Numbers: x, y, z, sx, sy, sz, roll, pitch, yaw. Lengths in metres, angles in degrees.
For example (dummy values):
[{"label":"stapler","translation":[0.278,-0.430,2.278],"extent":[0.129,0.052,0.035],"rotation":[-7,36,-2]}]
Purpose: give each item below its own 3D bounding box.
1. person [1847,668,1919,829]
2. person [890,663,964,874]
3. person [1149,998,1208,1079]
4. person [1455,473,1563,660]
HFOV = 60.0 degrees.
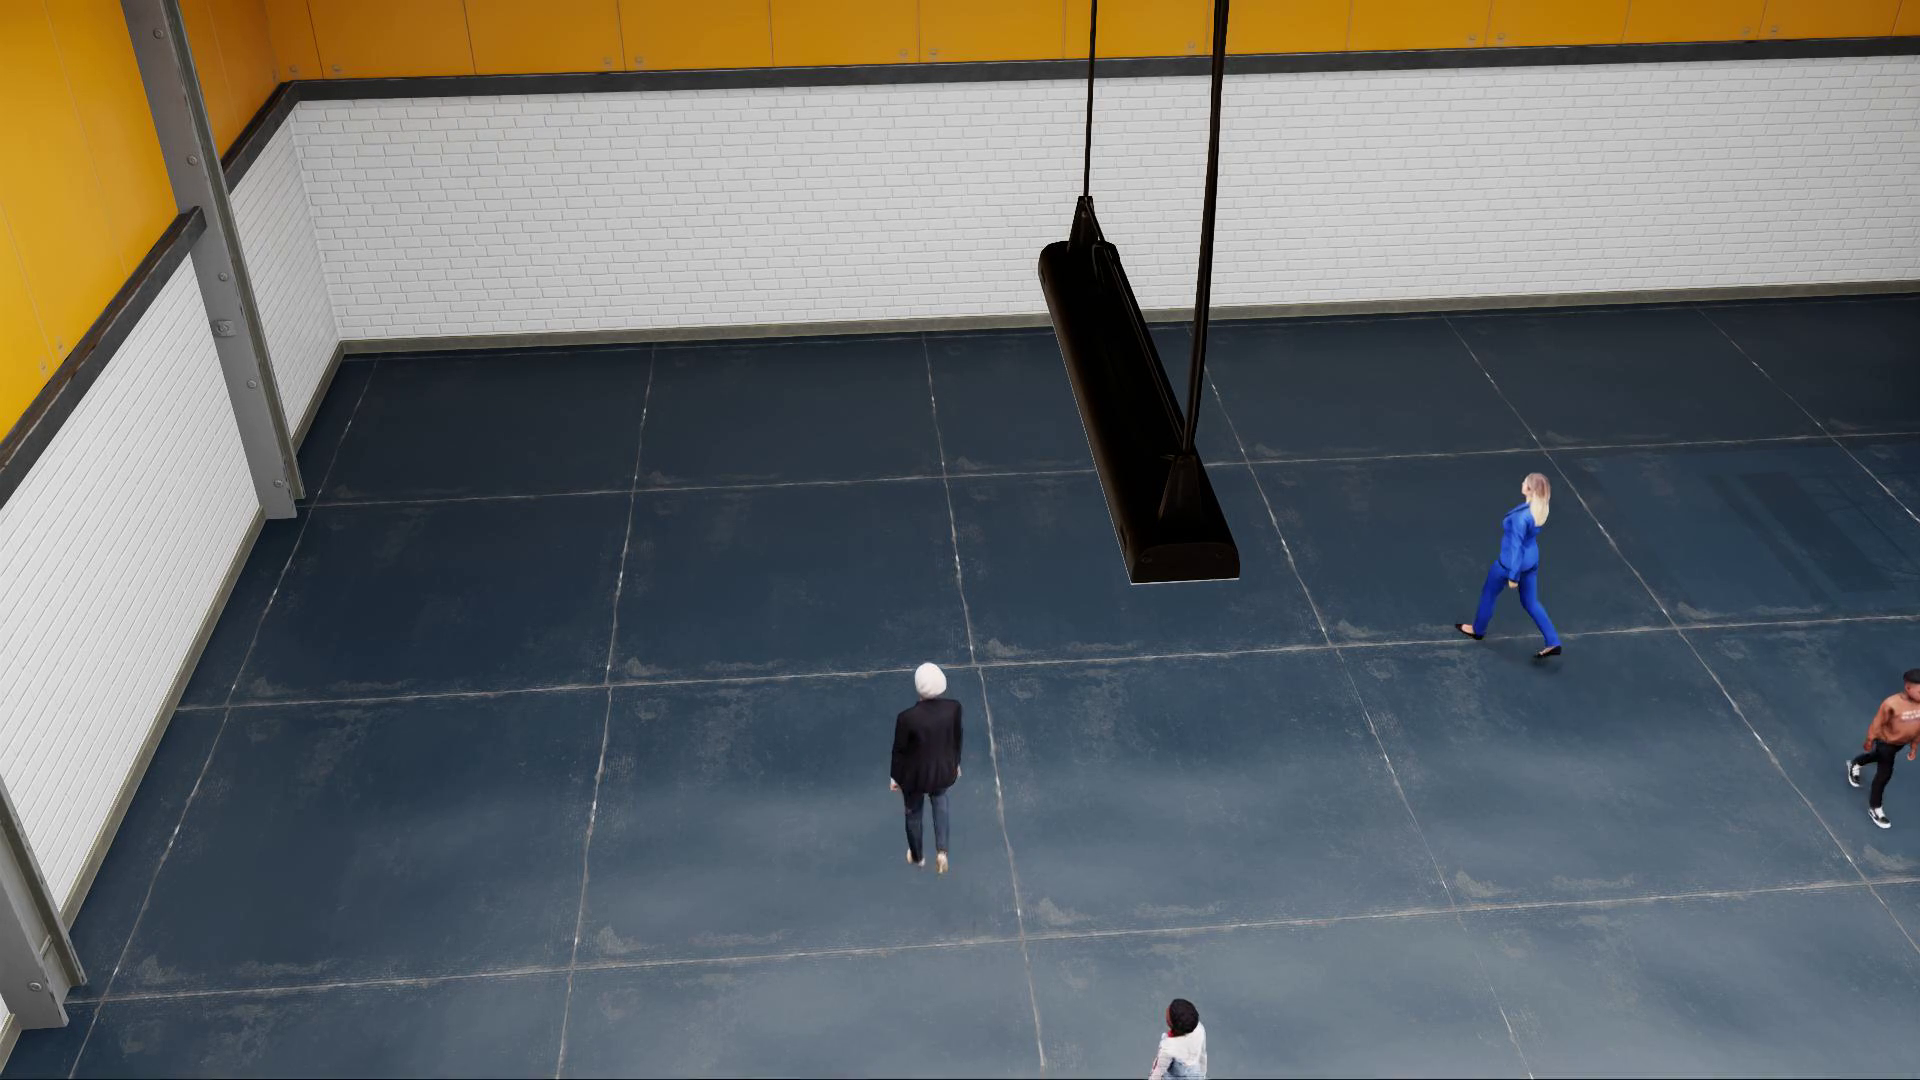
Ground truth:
[{"label":"person","translation":[6.713,1.393,12.039],"extent":[0.531,1.233,0.902],"rotation":[-3,34,-5]},{"label":"person","translation":[-0.236,1.573,10.905],"extent":[0.821,1.772,0.760],"rotation":[-11,35,-15]},{"label":"person","translation":[1.280,3.108,9.451],"extent":[0.736,1.242,0.847],"rotation":[-24,40,-31]},{"label":"person","translation":[4.582,0.250,13.369],"extent":[1.098,1.664,1.188],"rotation":[-29,43,-36]}]
